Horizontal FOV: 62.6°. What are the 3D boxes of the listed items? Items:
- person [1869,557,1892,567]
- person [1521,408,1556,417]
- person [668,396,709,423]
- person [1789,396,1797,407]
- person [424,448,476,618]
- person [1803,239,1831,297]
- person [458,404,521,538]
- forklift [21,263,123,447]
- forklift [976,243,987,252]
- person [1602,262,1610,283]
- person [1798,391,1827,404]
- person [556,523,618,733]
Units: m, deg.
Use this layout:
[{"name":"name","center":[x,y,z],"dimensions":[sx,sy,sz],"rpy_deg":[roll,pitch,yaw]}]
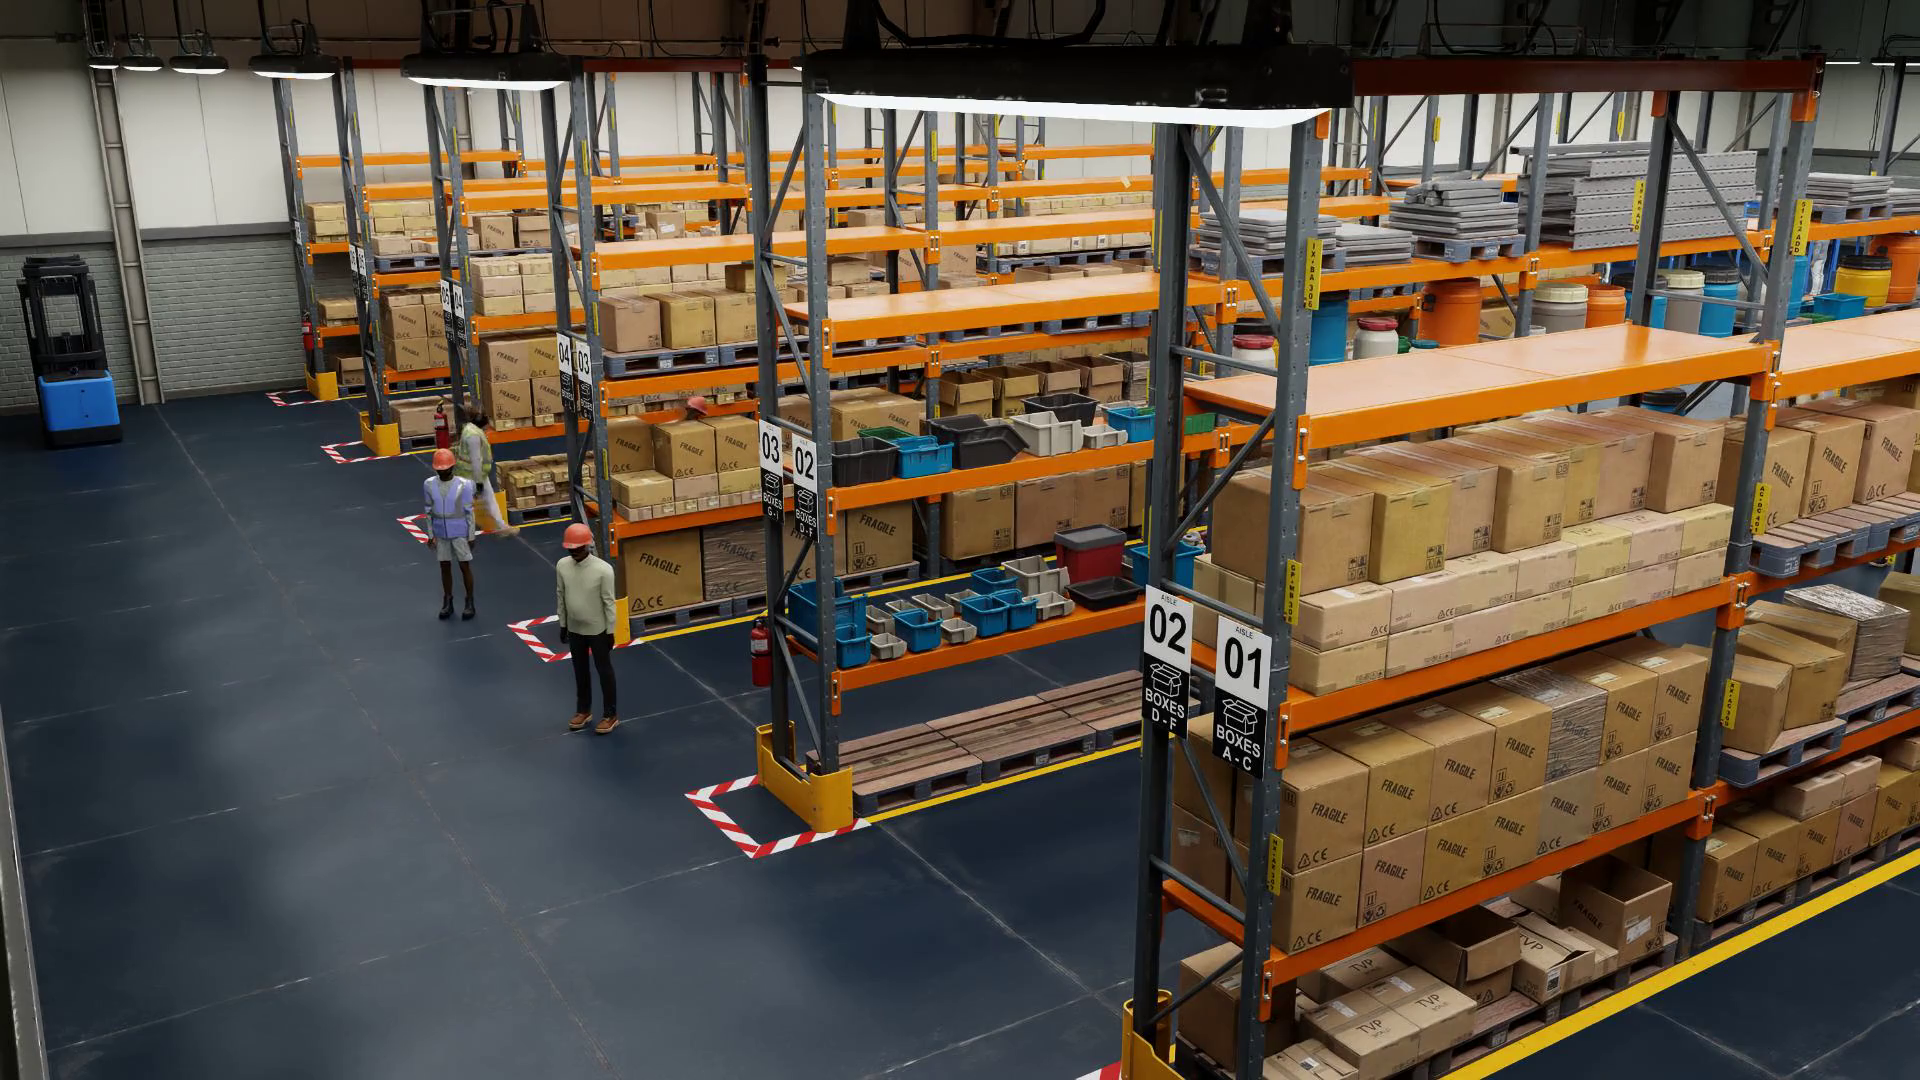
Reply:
[{"name":"person","center":[11.315,-0.663,19.255],"dimensions":[0.367,1.967,0.604],"rpy_deg":[-3,17,-9]},{"name":"person","center":[7.683,-1.172,20.991],"dimensions":[0.442,1.925,0.657],"rpy_deg":[-6,18,-18]},{"name":"person","center":[-3.410,-0.817,19.749],"dimensions":[0.712,1.988,0.412],"rpy_deg":[-8,19,-24]},{"name":"person","center":[13.768,-2.765,26.315],"dimensions":[1.025,1.872,0.582],"rpy_deg":[9,19,26]},{"name":"person","center":[-5.616,-0.077,17.404],"dimensions":[0.545,1.929,0.389],"rpy_deg":[1,17,3]},{"name":"person","center":[22.215,-7.236,40.854],"dimensions":[0.627,1.941,0.371],"rpy_deg":[-14,22,-39]},{"name":"person","center":[-6.236,-0.843,20.185],"dimensions":[1.004,1.781,0.684],"rpy_deg":[-4,18,-14]},{"name":"forklift","center":[-14.518,-3.079,25.708],"dimensions":[1.129,2.768,1.873],"rpy_deg":[-10,20,-31]},{"name":"forklift","center":[0.988,-5.474,34.718],"dimensions":[1.214,2.155,2.313],"rpy_deg":[-10,20,-31]},{"name":"person","center":[17.890,-8.074,43.741],"dimensions":[0.516,1.865,0.324],"rpy_deg":[-7,18,-22]},{"name":"person","center":[13.821,-2.469,25.294],"dimensions":[0.928,1.890,0.548],"rpy_deg":[0,17,1]},{"name":"person","center":[-3.420,0.793,14.451],"dimensions":[0.615,1.987,0.407],"rpy_deg":[7,18,21]}]
